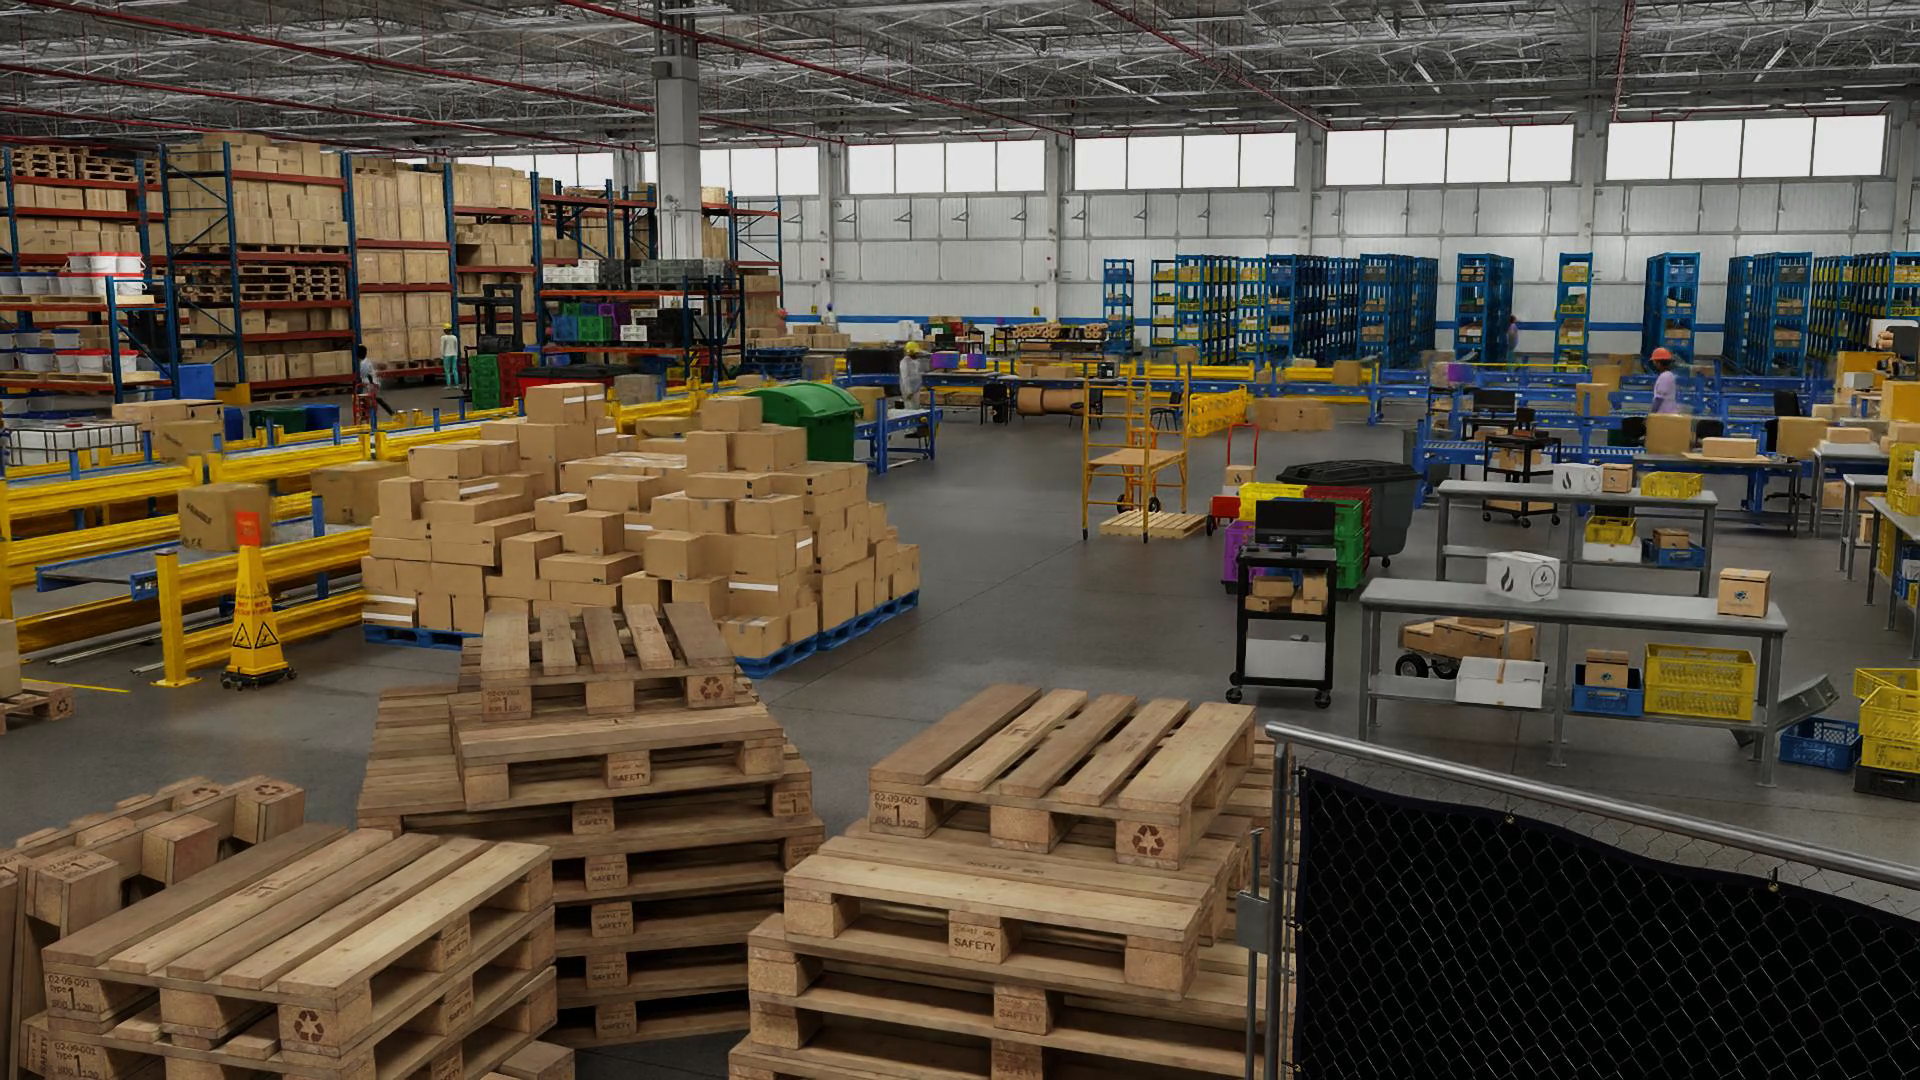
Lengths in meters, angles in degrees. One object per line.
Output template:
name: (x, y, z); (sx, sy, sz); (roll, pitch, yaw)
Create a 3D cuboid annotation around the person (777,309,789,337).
person: (-5.564, -6.191, 51.778); (0.534, 1.977, 0.621); (-2, 9, -13)

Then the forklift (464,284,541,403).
forklift: (-10.832, -4.702, 39.610); (1.129, 2.768, 1.873); (3, 10, 20)

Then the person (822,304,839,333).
person: (-5.064, -8.212, 64.615); (0.644, 1.928, 0.538); (-5, 11, -30)

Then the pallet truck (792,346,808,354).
pallet truck: (-3.705, -4.298, 42.022); (0.653, 1.274, 1.630); (3, 10, 20)

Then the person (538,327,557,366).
person: (-9.152, -3.785, 36.975); (0.996, 1.890, 0.546); (-5, 10, -29)

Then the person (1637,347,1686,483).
person: (10.167, -1.806, 24.232); (1.044, 1.985, 0.615); (2, 9, 13)

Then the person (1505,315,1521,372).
person: (16.892, -5.974, 50.899); (0.446, 1.830, 0.562); (3, 9, 16)

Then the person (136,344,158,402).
person: (-16.665, -3.196, 34.053); (0.280, 1.636, 0.502); (4, 10, 24)

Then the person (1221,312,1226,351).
person: (9.304, -7.194, 58.551); (0.403, 1.827, 0.596); (-5, 10, -29)

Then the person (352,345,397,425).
person: (-11.860, -3.135, 33.690); (0.880, 1.639, 0.534); (-1, 9, -9)

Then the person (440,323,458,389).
person: (-13.605, -4.882, 44.264); (0.338, 1.757, 0.517); (6, 11, 34)

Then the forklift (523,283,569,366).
forklift: (-11.360, -5.775, 46.348); (1.129, 2.768, 1.873); (3, 10, 20)

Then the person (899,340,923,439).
person: (-0.894, -2.789, 30.895); (0.403, 1.832, 0.591); (5, 10, 27)

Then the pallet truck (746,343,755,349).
pallet truck: (-6.183, -4.618, 44.264); (1.601, 1.201, 0.680); (-9, 12, -43)

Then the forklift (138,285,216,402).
forklift: (-17.480, -4.200, 36.461); (1.873, 2.768, 1.129); (3, 10, 19)
